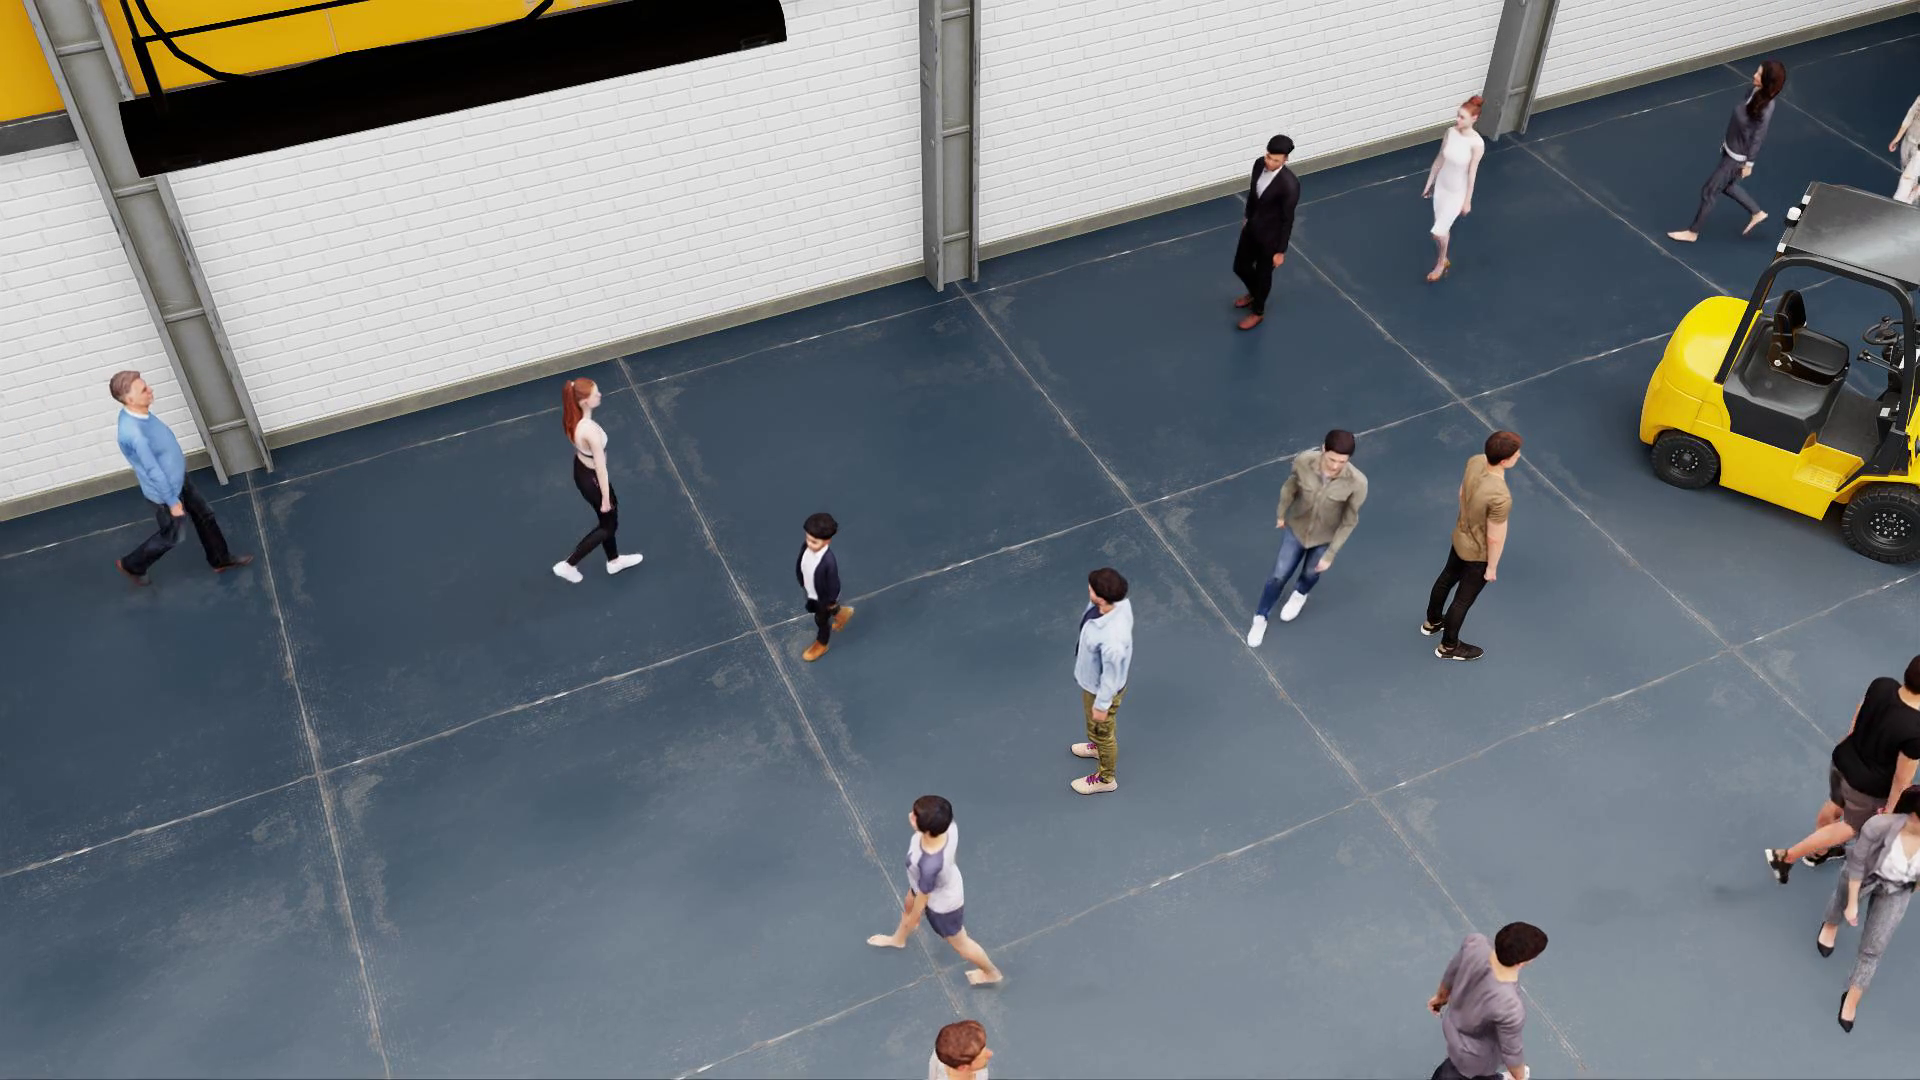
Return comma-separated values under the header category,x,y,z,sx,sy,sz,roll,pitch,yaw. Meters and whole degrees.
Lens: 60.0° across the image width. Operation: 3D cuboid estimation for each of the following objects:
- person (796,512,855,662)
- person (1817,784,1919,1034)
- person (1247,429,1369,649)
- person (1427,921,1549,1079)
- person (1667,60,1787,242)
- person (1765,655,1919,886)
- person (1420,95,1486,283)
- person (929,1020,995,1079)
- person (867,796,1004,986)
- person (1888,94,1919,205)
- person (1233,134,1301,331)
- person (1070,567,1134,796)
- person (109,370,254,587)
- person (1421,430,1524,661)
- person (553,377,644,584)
category,x,y,z,sx,sy,sz,roll,pitch,yaw
person,-0.892,0.273,11.059,0.728,1.217,0.577,-27,50,-25
person,4.992,1.828,9.125,1.014,1.633,1.057,13,45,13
person,2.394,-0.113,11.024,1.029,1.824,1.122,25,49,24
person,2.472,2.492,8.299,1.165,1.810,0.894,-7,44,-7
person,6.857,-3.367,14.498,1.152,1.744,0.973,4,44,5
person,5.089,1.327,9.499,1.028,1.841,0.817,-8,44,-8
person,4.213,-2.931,14.012,0.624,1.781,0.602,-22,48,-21
person,-0.047,2.823,7.888,0.890,1.899,0.829,0,44,0
person,-0.049,1.942,9.089,1.114,1.517,0.963,8,44,8
person,8.576,-3.564,14.743,1.127,1.689,0.706,-25,49,-24
person,2.512,-2.517,13.521,0.718,1.860,0.792,-15,46,-15
person,0.869,0.842,10.032,0.750,1.809,0.762,3,44,3
person,-5.500,-0.366,11.311,1.108,1.795,0.761,-11,45,-12
person,3.357,0.015,10.870,0.648,1.851,0.720,-7,44,-8
person,-2.580,-0.348,11.342,0.931,1.726,0.683,-27,50,-25
